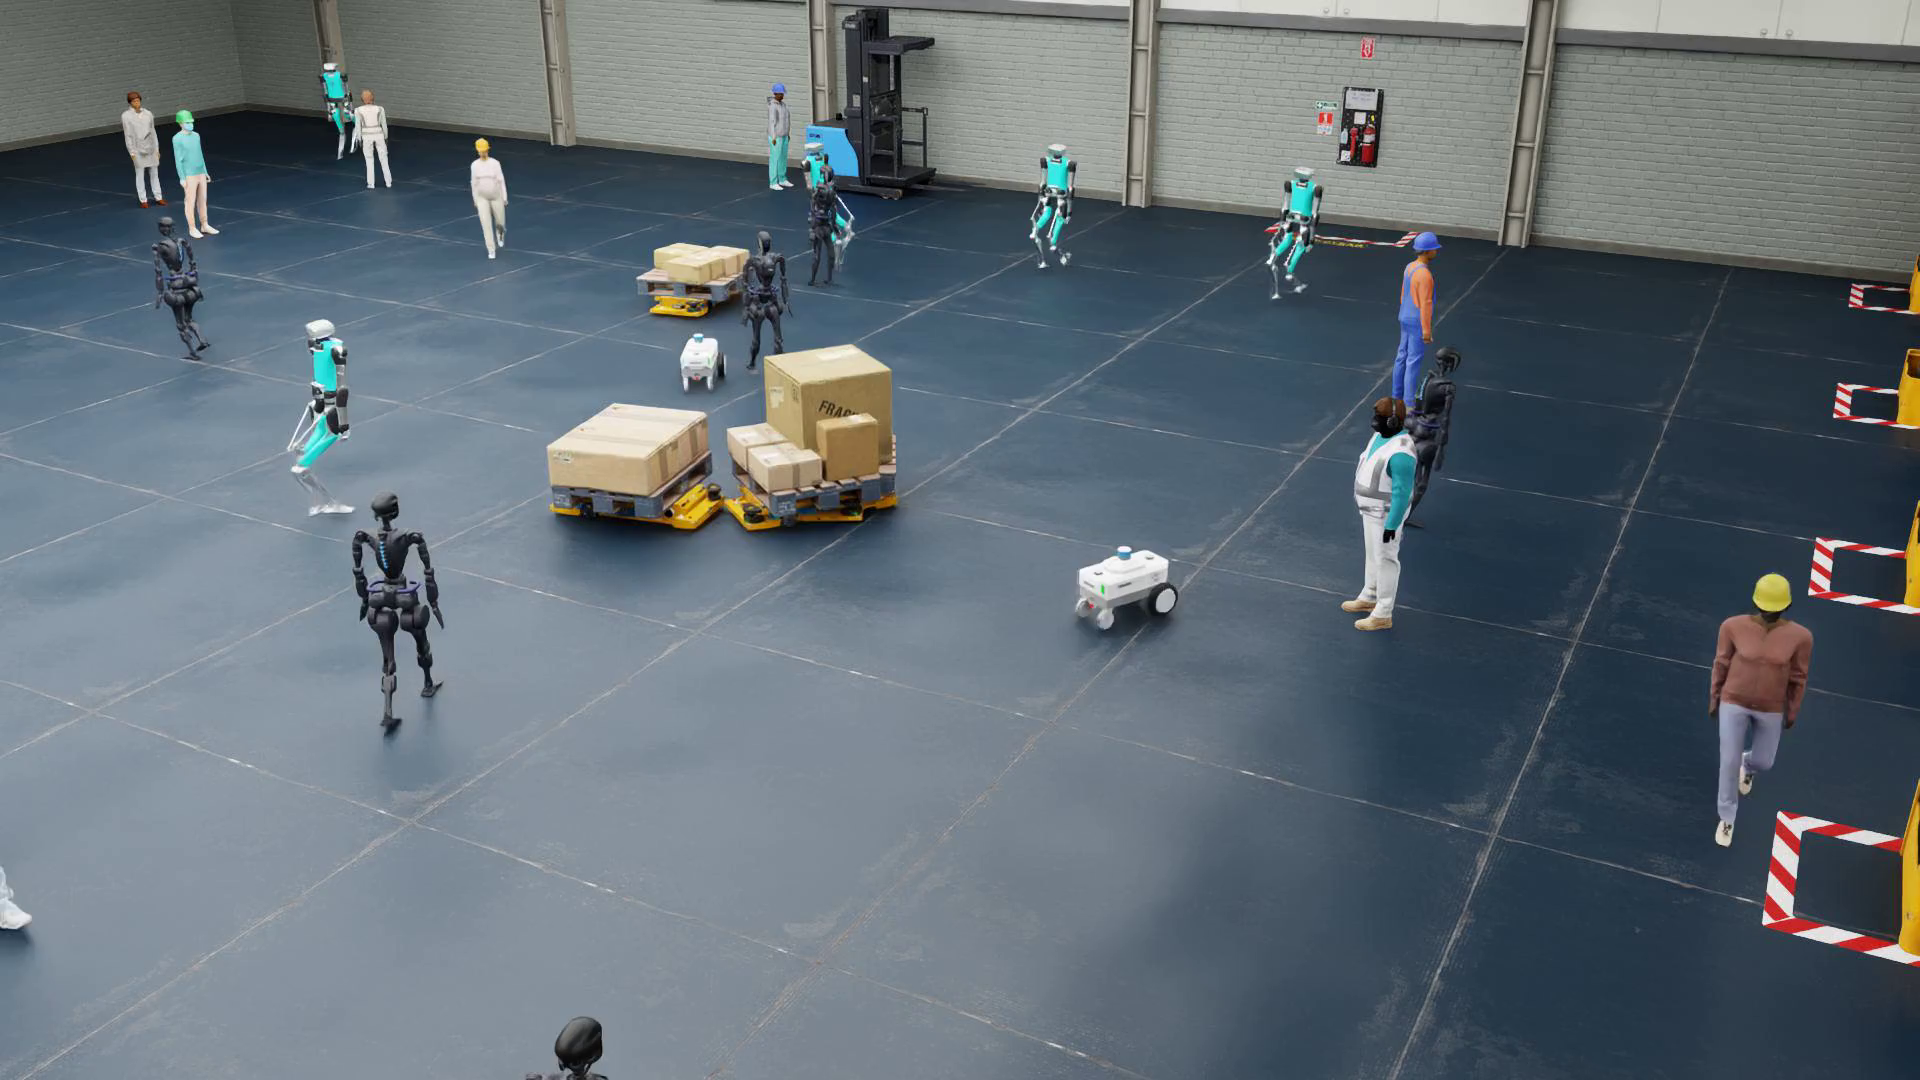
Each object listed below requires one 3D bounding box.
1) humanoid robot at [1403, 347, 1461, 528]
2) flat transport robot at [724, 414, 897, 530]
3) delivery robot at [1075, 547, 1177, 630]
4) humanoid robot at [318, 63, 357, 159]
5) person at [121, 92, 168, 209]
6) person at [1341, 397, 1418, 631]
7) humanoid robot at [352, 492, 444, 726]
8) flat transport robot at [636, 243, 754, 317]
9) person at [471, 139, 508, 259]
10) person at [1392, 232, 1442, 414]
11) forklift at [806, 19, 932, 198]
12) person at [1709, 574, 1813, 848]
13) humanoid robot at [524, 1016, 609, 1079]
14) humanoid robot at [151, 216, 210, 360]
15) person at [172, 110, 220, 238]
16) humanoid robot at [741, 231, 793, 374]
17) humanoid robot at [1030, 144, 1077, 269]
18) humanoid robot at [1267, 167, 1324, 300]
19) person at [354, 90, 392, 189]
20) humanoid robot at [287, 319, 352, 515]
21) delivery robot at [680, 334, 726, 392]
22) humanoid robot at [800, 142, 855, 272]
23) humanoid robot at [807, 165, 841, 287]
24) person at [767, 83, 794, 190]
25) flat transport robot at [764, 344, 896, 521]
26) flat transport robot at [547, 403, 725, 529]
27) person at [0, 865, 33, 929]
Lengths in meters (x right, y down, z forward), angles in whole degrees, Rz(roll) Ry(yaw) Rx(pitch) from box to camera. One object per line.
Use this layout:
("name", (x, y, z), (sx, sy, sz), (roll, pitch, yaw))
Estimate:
("humanoid robot", (4.023, -0.909, 14.496), (0.446, 1.632, 0.617), (-6, 24, -13))
("flat transport robot", (-1.374, -0.402, 15.099), (1.431, 0.231, 0.659), (-11, 26, -24))
("delivery robot", (1.295, 0.340, 13.014), (0.784, 0.599, 0.499), (-15, 28, -31))
("humanoid robot", (-11.468, -7.988, 30.937), (0.542, 1.794, 0.835), (1, 23, 2))
("person", (-13.172, -6.292, 26.835), (0.366, 1.832, 0.500), (21, 31, 39))
("person", (3.203, -0.207, 12.653), (0.431, 1.844, 0.623), (-1, 23, -2))
("humanoid robot", (-3.881, 0.453, 11.412), (0.600, 1.645, 0.783), (1, 23, 2))
("flat transport robot", (-3.399, -3.167, 21.535), (0.659, 0.231, 1.431), (6, 24, 15))
("person", (-6.726, -4.910, 23.795), (0.487, 1.676, 0.610), (-5, 24, -12))
("person", (4.764, -2.263, 17.354), (0.360, 1.911, 0.521), (-5, 24, -11))
("forklift", (-1.573, -7.292, 27.850), (1.873, 2.768, 1.129), (12, 26, 25))
("person", (4.797, 0.959, 10.061), (0.518, 1.744, 0.643), (10, 25, 21))
("humanoid robot", (-1.452, 2.550, 6.443), (0.608, 1.651, 0.353), (3, 23, 7))
("humanoid robot", (-8.969, -2.881, 19.098), (0.356, 1.643, 0.614), (10, 25, 22))
("person", (-11.465, -5.479, 24.886), (0.361, 1.872, 0.529), (9, 25, 20))
("humanoid robot", (-2.185, -2.644, 18.559), (0.613, 1.654, 0.418), (-15, 28, -31))
("humanoid robot", (1.250, -4.514, 22.795), (0.546, 1.735, 0.985), (12, 26, 26))
("humanoid robot", (4.243, -3.861, 21.330), (0.556, 1.744, 1.047), (16, 28, 33))
("person", (-9.978, -6.806, 28.283), (0.511, 1.630, 0.316), (-10, 25, -22))
("humanoid robot", (-5.697, -1.026, 14.646), (0.531, 1.752, 0.734), (21, 31, 40))
("delivery robot", (-2.880, -1.986, 18.449), (0.499, 0.614, 0.791), (-1, 23, -1))
("humanoid robot", (-1.749, -4.488, 22.903), (0.772, 1.896, 0.573), (13, 27, 28))
("humanoid robot", (-1.836, -4.189, 22.151), (0.433, 1.636, 0.616), (12, 26, 26))
("person", (-3.068, -6.846, 28.205), (0.367, 1.768, 0.524), (9, 25, 21))
("flat transport robot", (-1.189, -0.509, 15.348), (0.659, 0.231, 1.431), (-1, 23, -1))
("flat transport robot", (-2.914, -0.364, 15.009), (1.431, 0.231, 0.659), (7, 24, 15))
("person", (-5.618, 1.313, 9.075), (0.969, 1.868, 0.622), (18, 29, 35))
